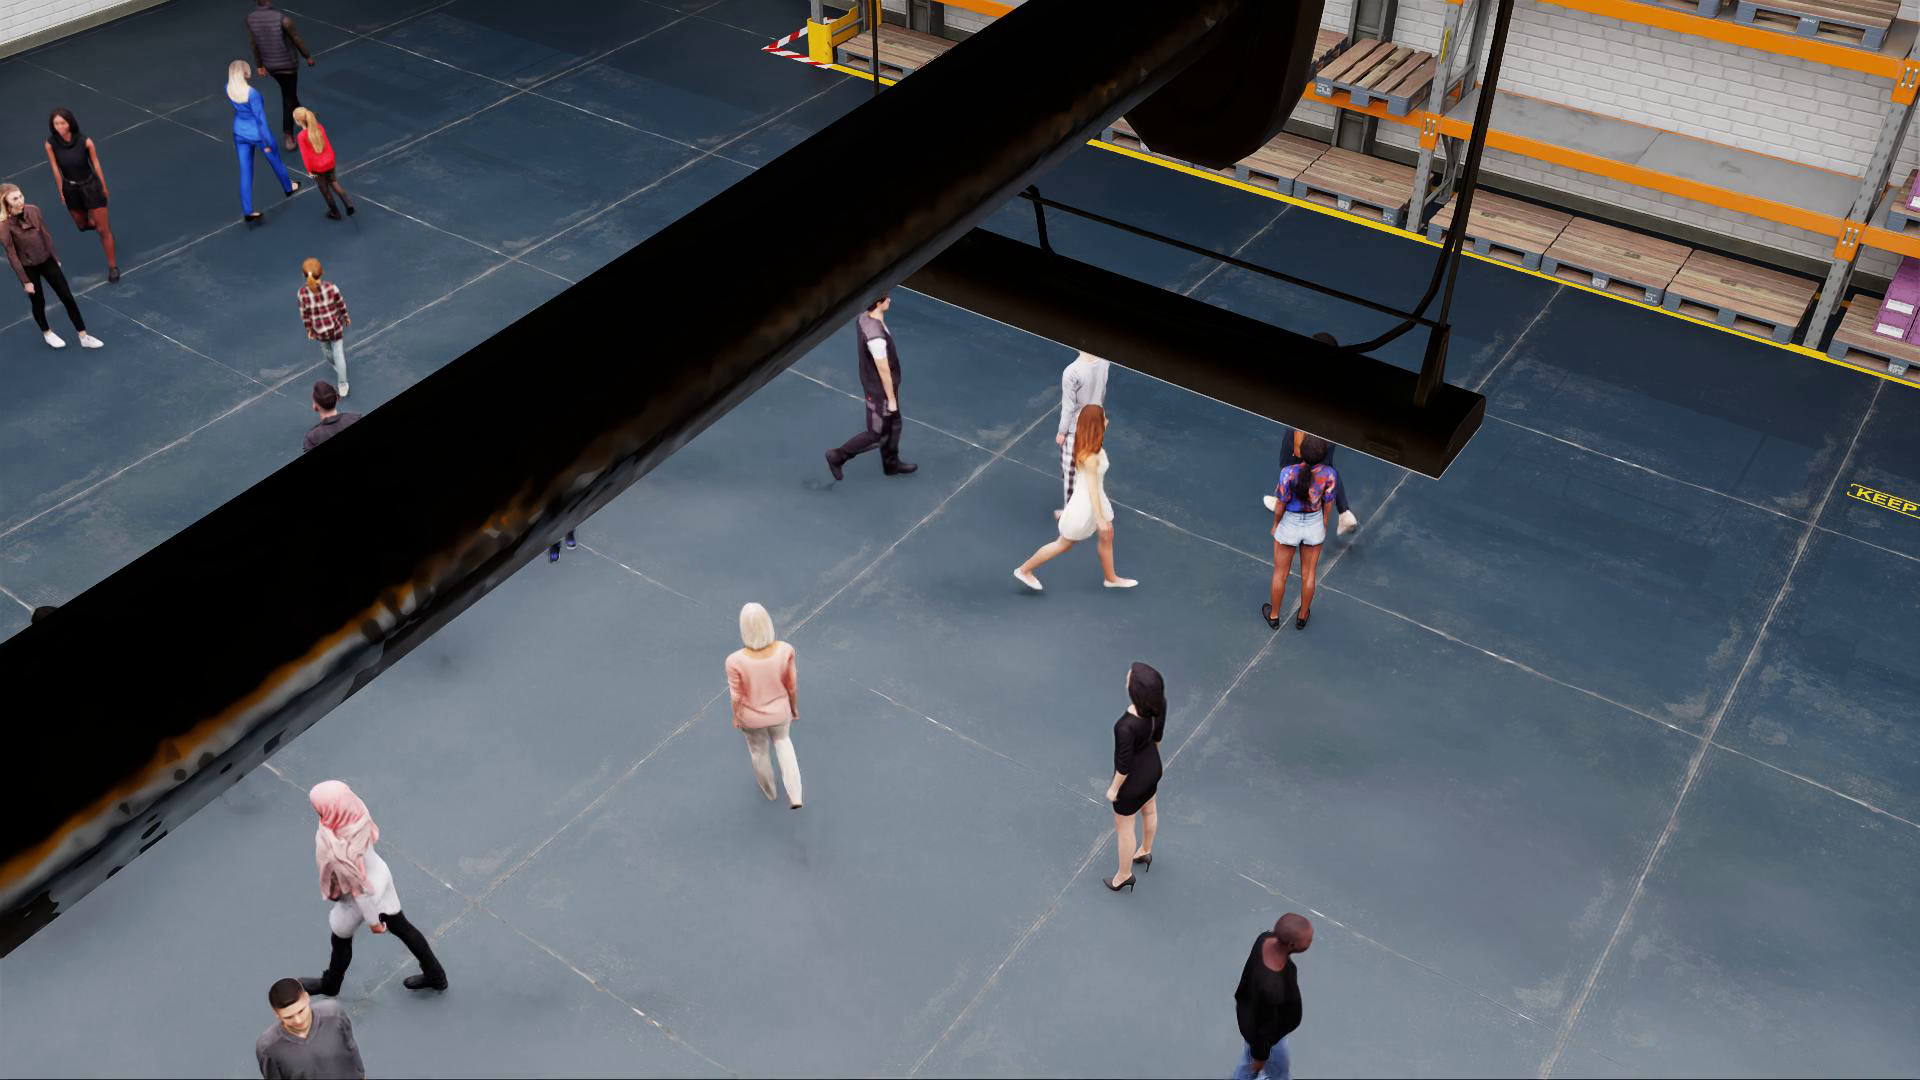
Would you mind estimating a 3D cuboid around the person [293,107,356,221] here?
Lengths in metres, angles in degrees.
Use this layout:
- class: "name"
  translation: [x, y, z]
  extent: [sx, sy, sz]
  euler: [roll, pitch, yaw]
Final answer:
- class: "person"
  translation: [-6.601, -3.882, 17.280]
  extent: [0.636, 1.266, 0.499]
  euler: [28, 46, 30]

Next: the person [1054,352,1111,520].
- class: "person"
  translation: [0.970, -0.932, 13.120]
  extent: [0.669, 1.846, 0.596]
  euler: [-30, 48, -32]

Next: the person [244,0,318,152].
- class: "person"
  translation: [-7.605, -5.231, 18.539]
  extent: [1.082, 1.802, 1.001]
  euler: [8, 39, 10]

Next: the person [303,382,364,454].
- class: "person"
  translation: [-4.497, -0.351, 12.408]
  extent: [0.767, 1.827, 0.848]
  euler: [-28, 46, -30]

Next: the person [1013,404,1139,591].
- class: "person"
  translation: [0.845, -0.255, 12.411]
  extent: [1.232, 1.674, 0.944]
  euler: [4, 39, 5]

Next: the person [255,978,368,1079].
- class: "person"
  translation: [-3.228, 2.831, 8.477]
  extent: [0.656, 1.761, 0.603]
  euler: [-31, 48, -33]

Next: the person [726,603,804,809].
- class: "person"
  translation: [-1.229, 1.131, 10.645]
  extent: [0.822, 1.712, 0.932]
  euler: [-16, 41, -19]

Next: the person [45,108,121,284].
- class: "person"
  translation: [-8.597, -3.434, 16.352]
  extent: [0.986, 1.723, 1.063]
  euler: [-8, 39, -10]

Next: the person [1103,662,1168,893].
- class: "person"
  translation: [1.079, 1.456, 10.162]
  extent: [0.523, 1.807, 0.617]
  euler: [29, 47, 32]

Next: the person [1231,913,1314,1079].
- class: "person"
  translation: [1.527, 2.576, 8.818]
  extent: [0.797, 1.734, 0.744]
  euler: [-2, 39, -3]

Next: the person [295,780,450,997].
- class: "person"
  translation: [-3.298, 2.016, 9.497]
  extent: [1.195, 1.762, 1.028]
  euler: [1, 39, 1]

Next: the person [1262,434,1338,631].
- class: "person"
  translation: [2.479, -0.067, 12.120]
  extent: [0.627, 1.743, 0.728]
  euler: [1, 39, 2]

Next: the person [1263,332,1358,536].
- class: "person"
  translation: [2.838, -0.797, 13.002]
  extent: [0.920, 1.783, 1.182]
  euler: [-22, 44, -25]

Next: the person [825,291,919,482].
- class: "person"
  translation: [-0.751, -1.231, 13.509]
  extent: [1.115, 1.828, 1.050]
  euler: [-5, 39, -7]

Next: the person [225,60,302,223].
- class: "person"
  translation: [-7.387, -4.101, 17.248]
  extent: [1.165, 1.646, 0.925]
  euler: [11, 40, 14]

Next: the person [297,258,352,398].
- class: "person"
  translation: [-5.606, -1.862, 14.747]
  extent: [0.844, 1.270, 0.966]
  euler: [-12, 40, -15]

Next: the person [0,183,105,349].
- class: "person"
  translation: [-8.506, -2.503, 15.223]
  extent: [0.890, 1.678, 0.690]
  euler: [20, 43, 24]
